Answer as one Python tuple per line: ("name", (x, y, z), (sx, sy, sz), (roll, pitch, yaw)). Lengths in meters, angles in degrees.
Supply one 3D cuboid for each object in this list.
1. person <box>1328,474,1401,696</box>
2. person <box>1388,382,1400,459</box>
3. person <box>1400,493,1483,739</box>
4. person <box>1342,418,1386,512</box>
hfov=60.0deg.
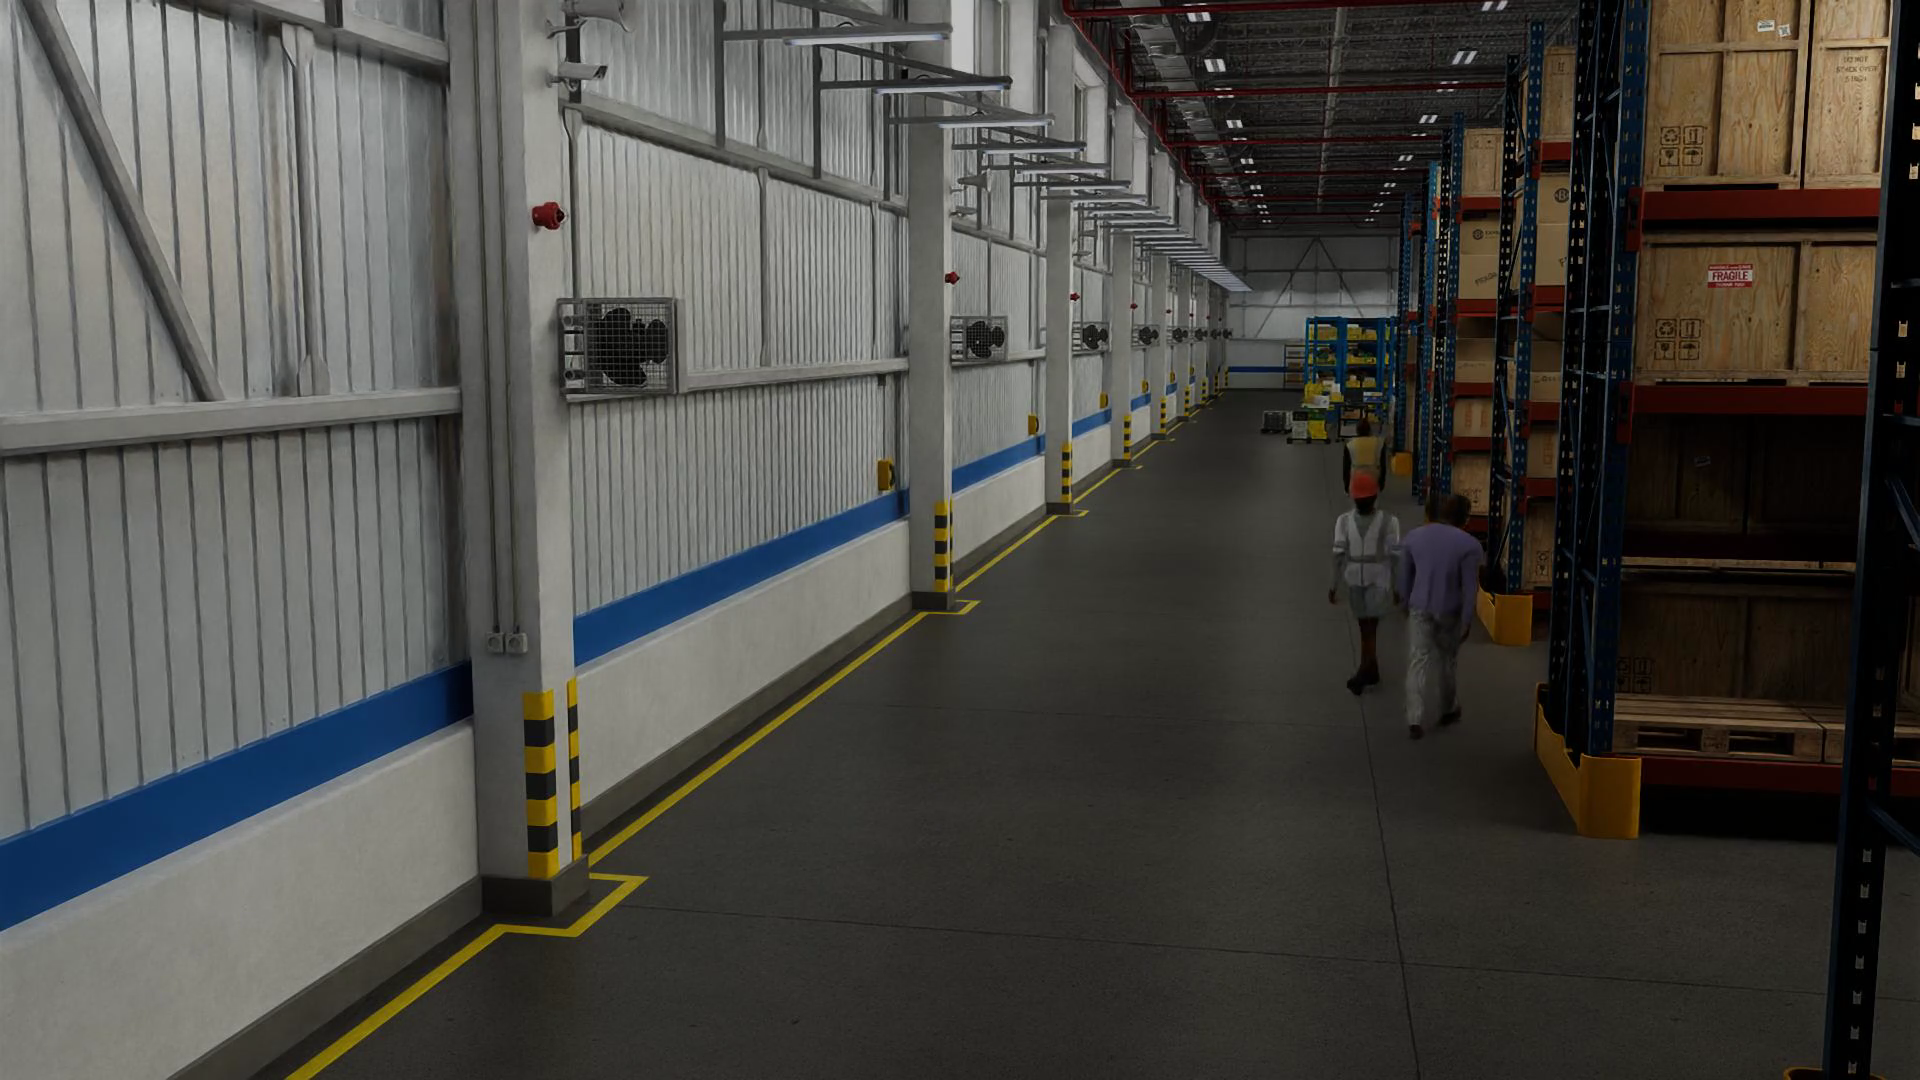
("person", (3.465, 0.376, 14.325), (0.567, 1.878, 0.989), (4, 8, 31))
("person", (10.797, -2.942, 40.734), (0.722, 1.928, 0.613), (-6, 9, -40))
("person", (3.677, 0.573, 12.803), (0.655, 1.878, 0.993), (4, 8, 28))
("person", (5.982, -0.886, 24.639), (0.633, 1.828, 0.519), (1, 7, 10))
